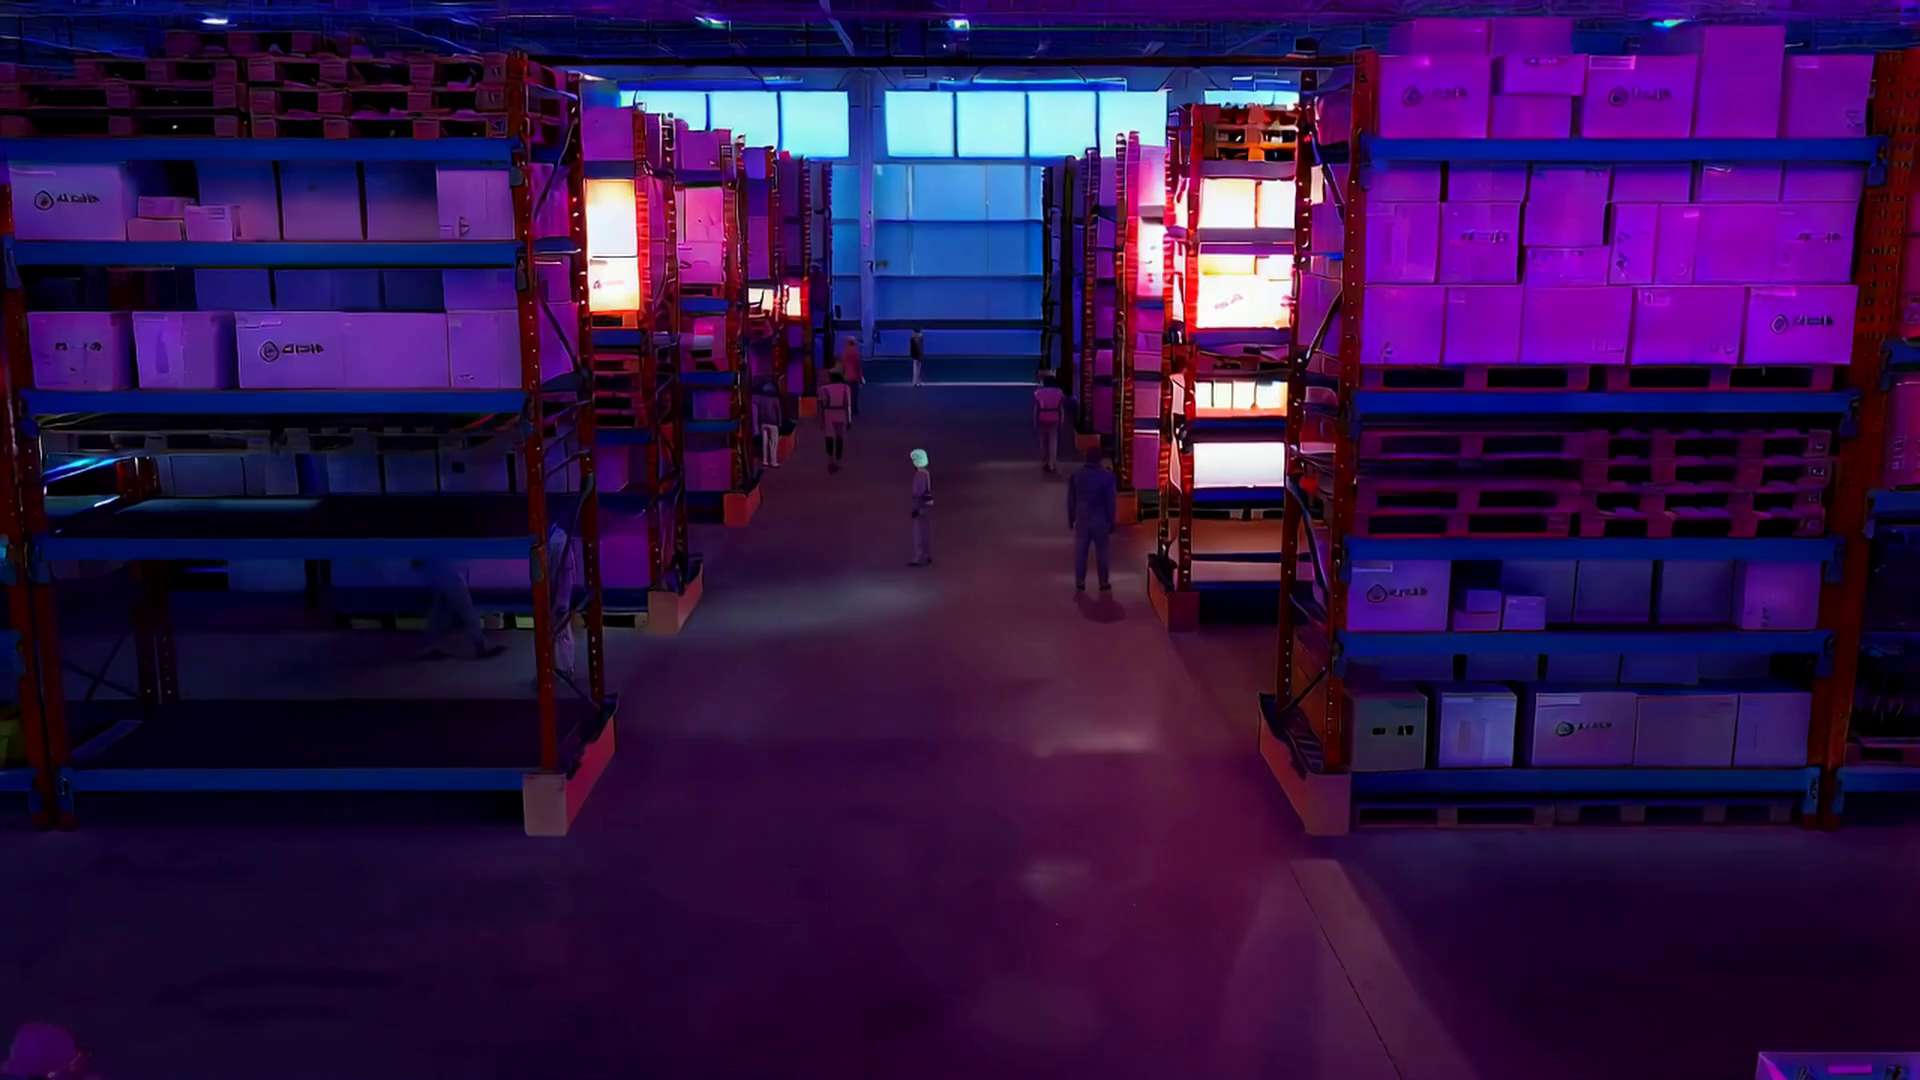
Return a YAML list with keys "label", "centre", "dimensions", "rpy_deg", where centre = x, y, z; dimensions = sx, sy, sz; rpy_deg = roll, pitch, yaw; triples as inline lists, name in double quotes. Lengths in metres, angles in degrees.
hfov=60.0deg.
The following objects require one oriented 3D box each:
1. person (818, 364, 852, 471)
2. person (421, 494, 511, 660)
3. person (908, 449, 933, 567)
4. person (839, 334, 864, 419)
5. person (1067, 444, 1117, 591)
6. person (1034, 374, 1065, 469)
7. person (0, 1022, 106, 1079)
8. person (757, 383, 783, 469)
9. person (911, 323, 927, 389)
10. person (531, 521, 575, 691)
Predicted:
- label: "person"
  centre: [-2.326, -2.259, 31.012]
  dimensions: [0.629, 2.028, 0.687]
  rpy_deg: [-2, 12, -10]
- label: "person"
  centre: [-5.496, 0.406, 18.226]
  dimensions: [0.980, 1.851, 0.674]
  rpy_deg: [-3, 12, -14]
- label: "person"
  centre: [-0.532, -0.446, 23.015]
  dimensions: [0.310, 1.639, 0.520]
  rpy_deg: [2, 12, 10]
- label: "person"
  centre: [-2.545, -3.812, 38.833]
  dimensions: [0.640, 1.977, 0.528]
  rpy_deg: [6, 13, 28]
- label: "person"
  centre: [1.717, -0.291, 21.575]
  dimensions: [0.644, 1.905, 0.400]
  rpy_deg: [3, 12, 12]
- label: "person"
  centre: [1.700, -2.259, 31.597]
  dimensions: [0.586, 1.804, 0.964]
  rpy_deg: [0, 11, -1]
- label: "person"
  centre: [-3.651, 2.771, 6.659]
  dimensions: [0.889, 1.788, 0.626]
  rpy_deg: [0, 11, 2]
- label: "person"
  centre: [-3.611, -2.164, 31.525]
  dimensions: [0.498, 1.634, 0.278]
  rpy_deg: [5, 12, 22]
- label: "person"
  centre: [-1.086, -5.017, 45.269]
  dimensions: [0.433, 1.810, 0.757]
  rpy_deg: [4, 12, 18]
- label: "person"
  centre: [-4.204, 0.583, 17.154]
  dimensions: [0.632, 1.940, 0.372]
  rpy_deg: [11, 16, 43]
